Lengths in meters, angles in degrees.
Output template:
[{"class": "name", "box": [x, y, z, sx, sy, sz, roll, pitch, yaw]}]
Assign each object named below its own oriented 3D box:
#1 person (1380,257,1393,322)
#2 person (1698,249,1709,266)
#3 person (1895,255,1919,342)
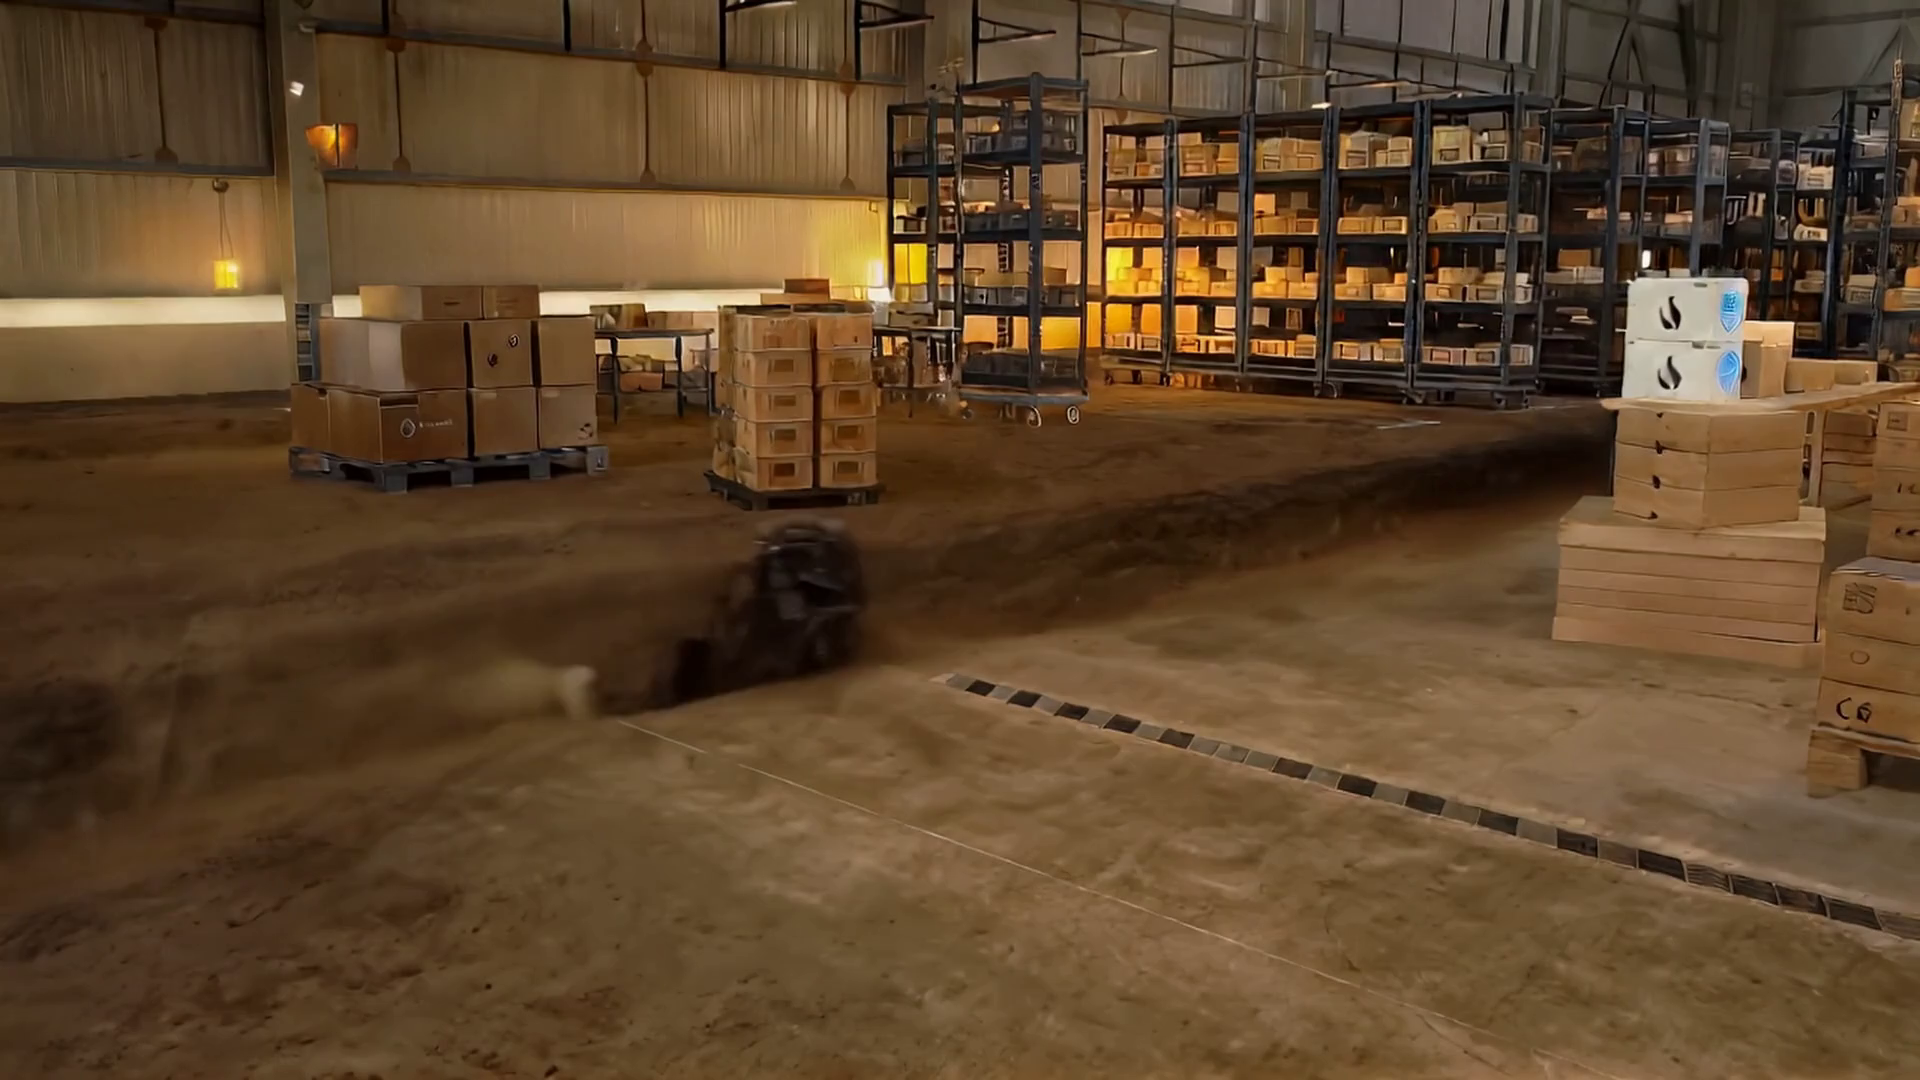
[{"class": "person", "box": [8.206, -4.477, 31.724, 0.564, 1.823, 0.469, 7, 12, 37]}, {"class": "person", "box": [12.787, -4.058, 28.721, 0.607, 1.987, 0.411, 6, 11, 31]}, {"class": "person", "box": [13.700, -3.205, 24.058, 0.403, 1.824, 0.588, 5, 11, 28]}]
